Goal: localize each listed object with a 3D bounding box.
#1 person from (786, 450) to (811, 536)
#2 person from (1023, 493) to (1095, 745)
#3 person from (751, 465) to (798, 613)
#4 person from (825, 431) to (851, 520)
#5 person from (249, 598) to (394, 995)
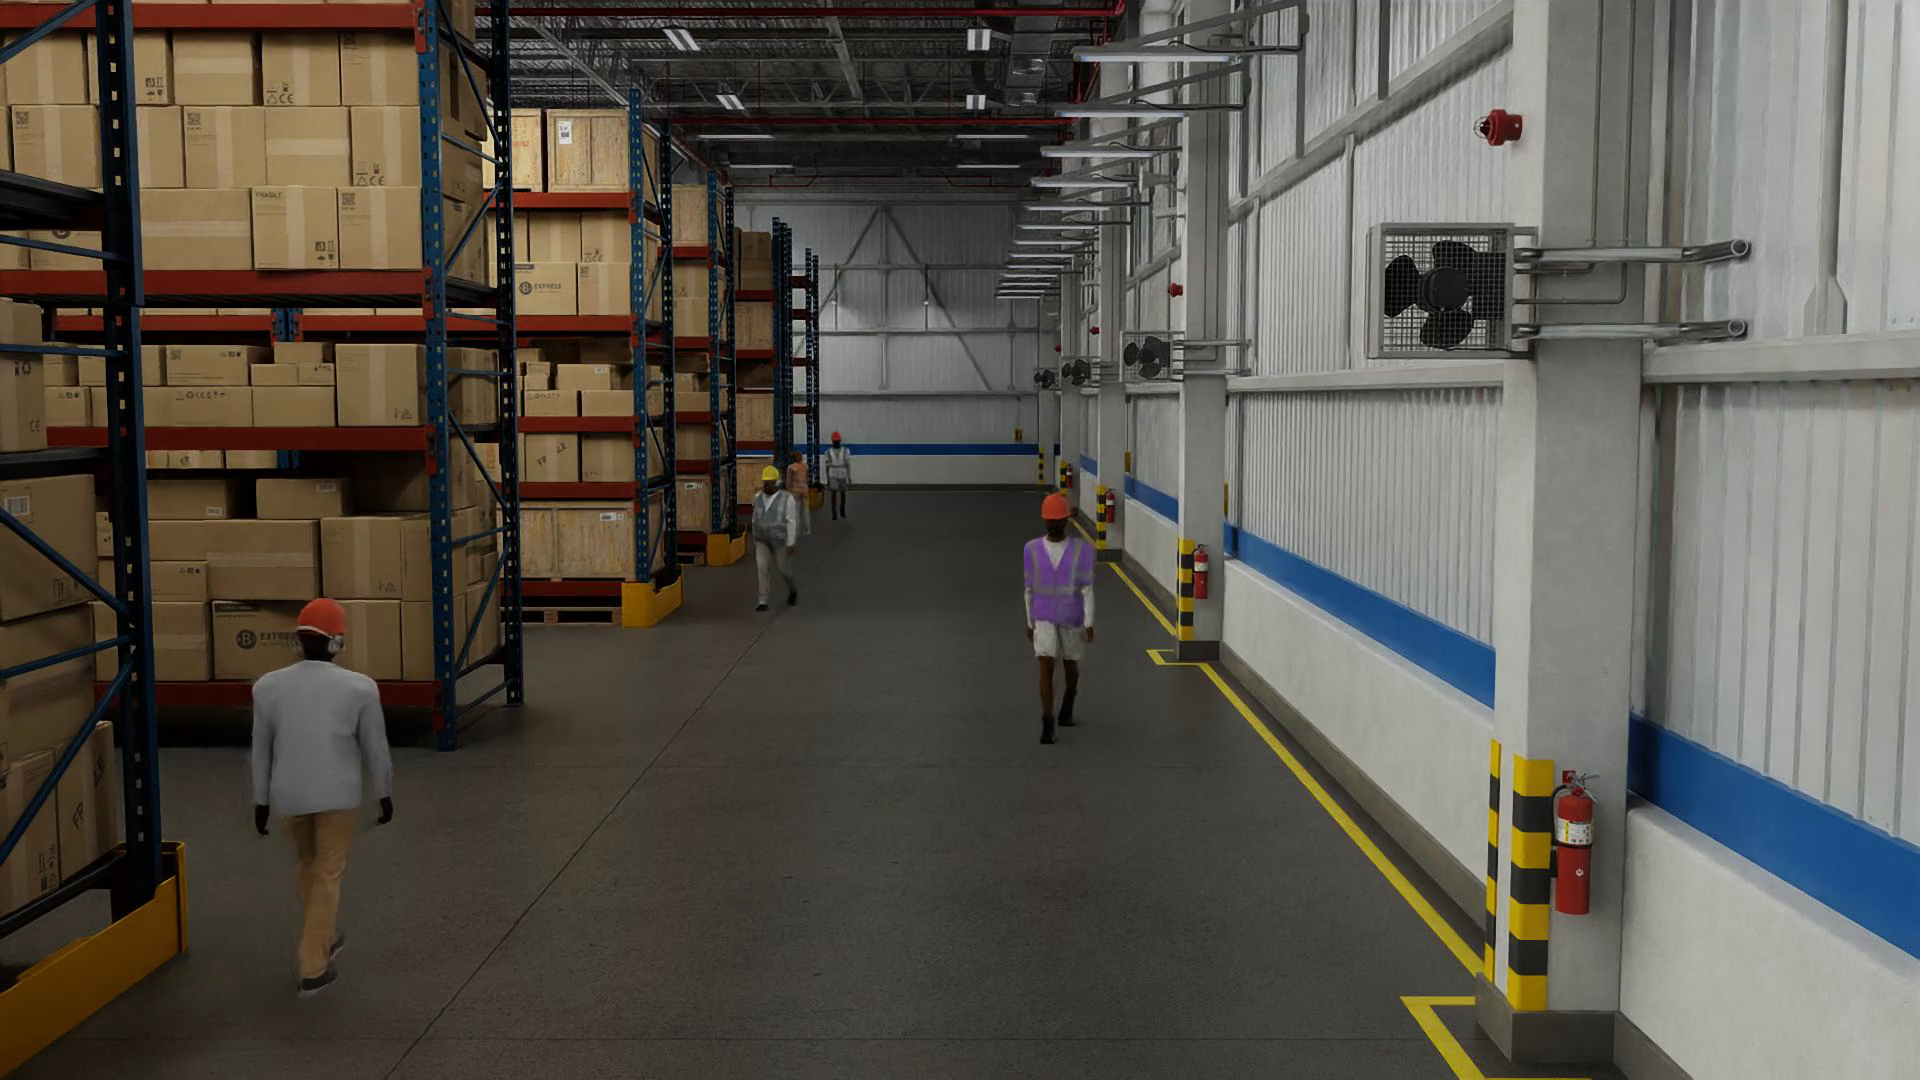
[{"bbox_3d":[-3.067,-0.889,31.535,0.527,1.628,0.325,-5,7,-43],"label":"person"},{"bbox_3d":[0.770,0.574,12.875,0.555,1.909,0.884,1,5,8],"label":"person"},{"bbox_3d":[-2.271,-0.029,20.474,0.600,1.806,0.791,2,5,18],"label":"person"},{"bbox_3d":[-2.614,-1.381,35.597,0.554,1.914,0.745,0,5,-3],"label":"person"},{"bbox_3d":[-2.847,1.116,7.537,0.584,1.716,0.777,0,5,1],"label":"person"}]
